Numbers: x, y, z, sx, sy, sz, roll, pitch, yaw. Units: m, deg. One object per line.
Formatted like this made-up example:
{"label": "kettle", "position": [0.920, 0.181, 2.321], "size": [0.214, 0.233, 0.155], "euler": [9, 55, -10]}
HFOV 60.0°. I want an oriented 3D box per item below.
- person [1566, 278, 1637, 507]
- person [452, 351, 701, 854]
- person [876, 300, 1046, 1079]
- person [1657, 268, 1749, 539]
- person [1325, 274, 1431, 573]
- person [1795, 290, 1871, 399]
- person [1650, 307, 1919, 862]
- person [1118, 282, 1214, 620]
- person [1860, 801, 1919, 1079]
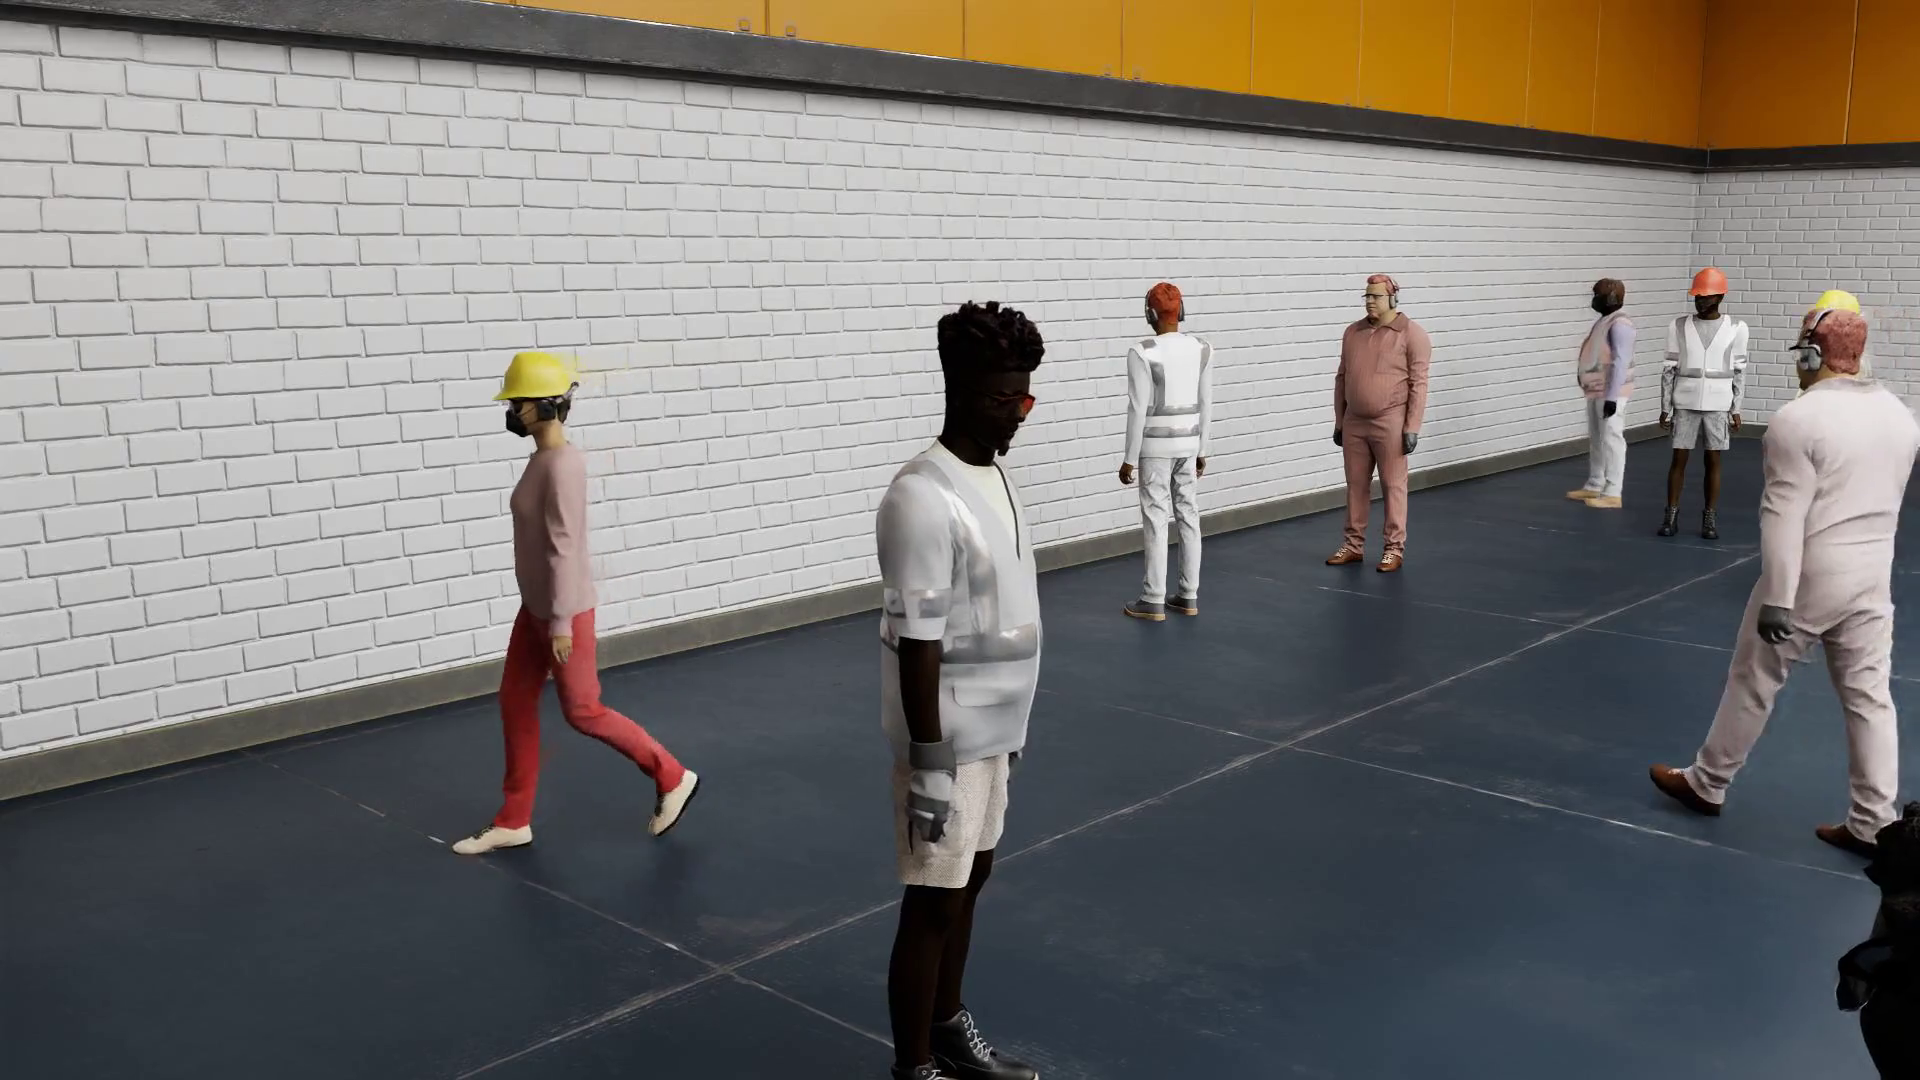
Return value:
{"label": "person", "position": [5.193, -1.186, 13.403], "size": [0.429, 1.842, 0.628], "euler": [1, 10, 8]}
{"label": "person", "position": [-1.333, 0.216, 5.713], "size": [0.797, 1.736, 0.530], "euler": [-5, 11, -24]}
{"label": "person", "position": [0.018, 0.432, 3.852], "size": [0.386, 1.956, 0.610], "euler": [3, 10, 18]}
{"label": "person", "position": [5.299, -0.967, 11.888], "size": [0.551, 1.933, 0.366], "euler": [5, 11, 25]}
{"label": "person", "position": [2.683, -0.752, 10.744], "size": [0.641, 1.908, 0.407], "euler": [9, 14, 43]}
{"label": "person", "position": [5.102, -0.546, 9.787], "size": [0.404, 1.828, 0.603], "euler": [4, 11, 20]}
{"label": "person", "position": [2.951, 0.127, 5.850], "size": [0.680, 1.861, 0.946], "euler": [-4, 11, -21]}
{"label": "person", "position": [1.151, -0.491, 9.317], "size": [0.573, 1.887, 0.355], "euler": [-6, 11, -30]}
{"label": "person", "position": [0.751, 1.014, 1.287], "size": [0.532, 1.696, 0.319], "euler": [-5, 11, -28]}
